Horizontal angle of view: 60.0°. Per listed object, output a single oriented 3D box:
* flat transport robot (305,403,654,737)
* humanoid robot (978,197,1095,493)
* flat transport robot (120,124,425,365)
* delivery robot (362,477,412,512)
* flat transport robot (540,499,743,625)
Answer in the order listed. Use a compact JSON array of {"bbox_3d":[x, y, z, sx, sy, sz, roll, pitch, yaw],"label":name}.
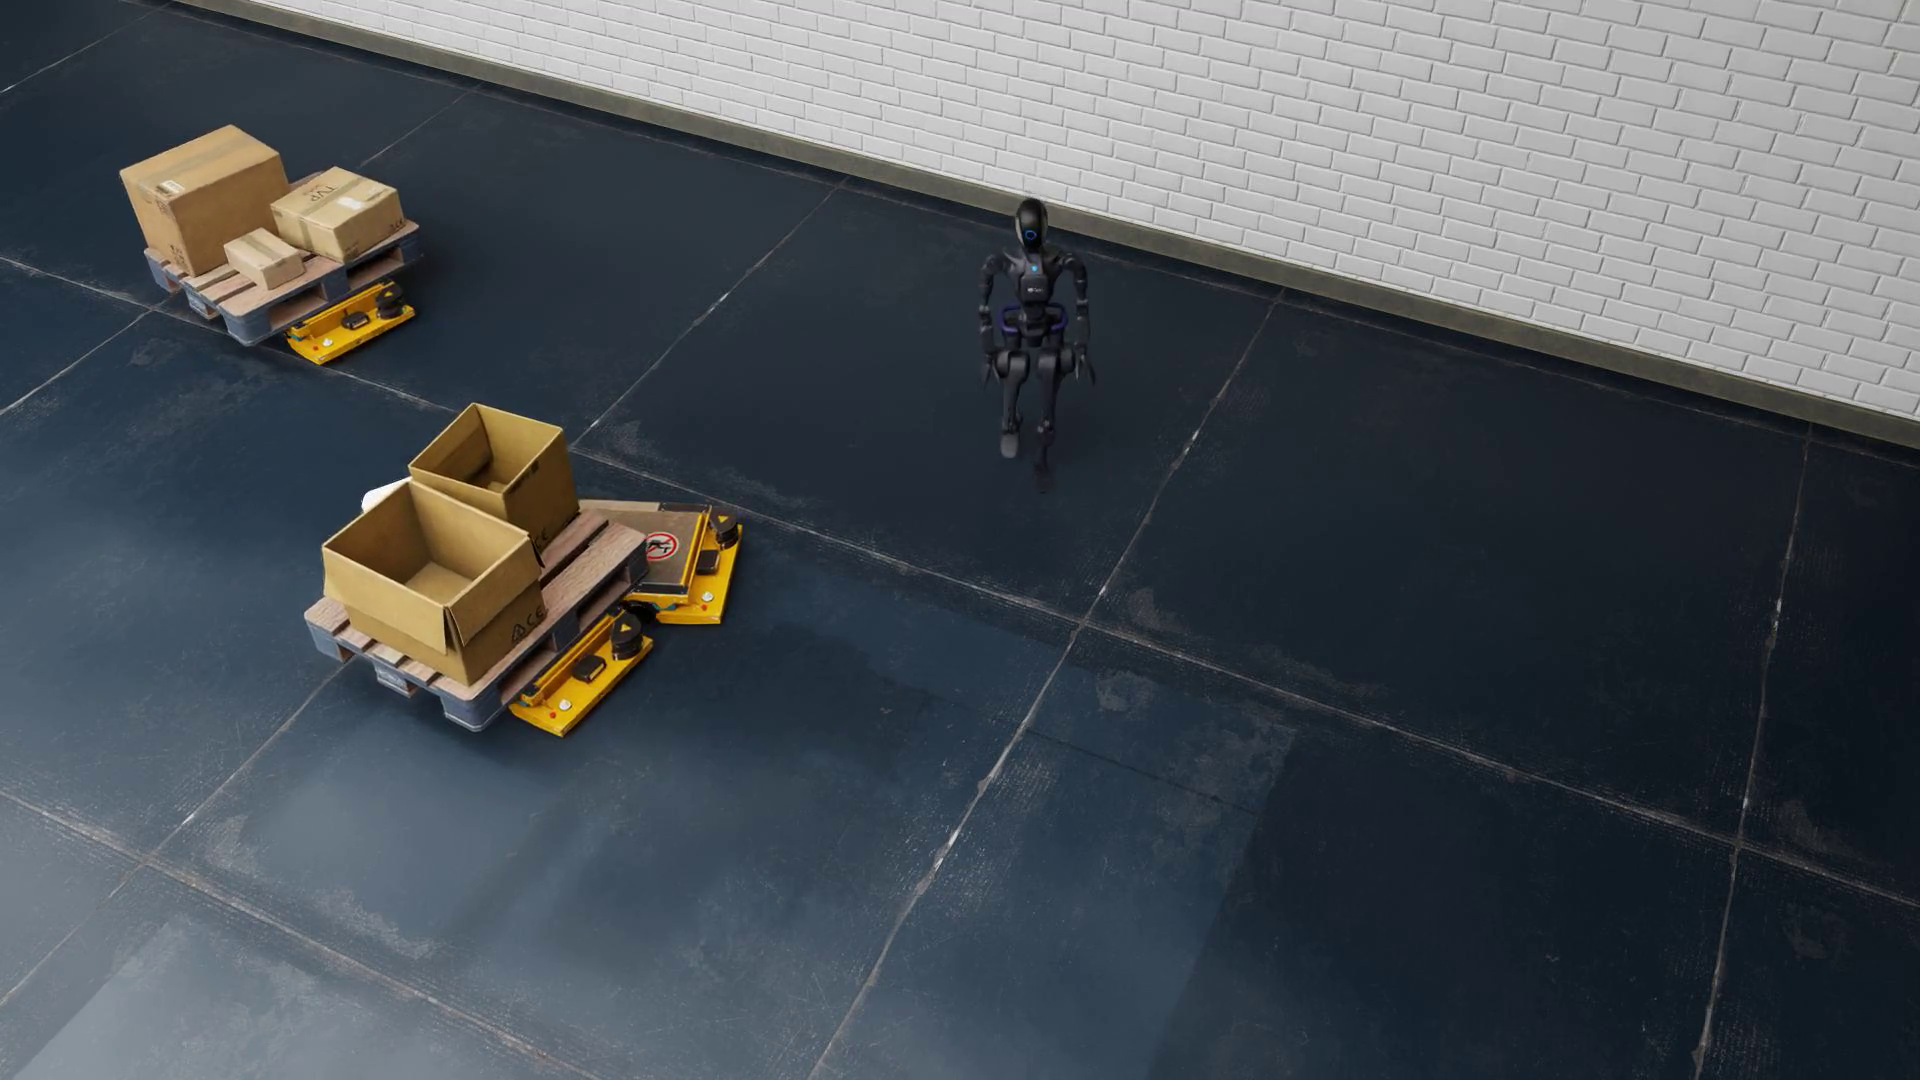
[{"bbox_3d":[-2.220,0.397,7.827,1.431,0.231,0.659,22,47,22],"label":"flat transport robot"},{"bbox_3d":[0.377,-0.973,8.268,0.585,1.651,0.409,-2,43,-3],"label":"humanoid robot"},{"bbox_3d":[-3.952,-1.521,9.896,1.431,0.231,0.659,31,51,29],"label":"flat transport robot"},{"bbox_3d":[-2.583,0.042,7.993,0.499,0.586,0.773,-23,48,-23],"label":"delivery robot"},{"bbox_3d":[-1.829,0.098,8.150,1.431,0.231,0.659,3,43,3],"label":"flat transport robot"}]
